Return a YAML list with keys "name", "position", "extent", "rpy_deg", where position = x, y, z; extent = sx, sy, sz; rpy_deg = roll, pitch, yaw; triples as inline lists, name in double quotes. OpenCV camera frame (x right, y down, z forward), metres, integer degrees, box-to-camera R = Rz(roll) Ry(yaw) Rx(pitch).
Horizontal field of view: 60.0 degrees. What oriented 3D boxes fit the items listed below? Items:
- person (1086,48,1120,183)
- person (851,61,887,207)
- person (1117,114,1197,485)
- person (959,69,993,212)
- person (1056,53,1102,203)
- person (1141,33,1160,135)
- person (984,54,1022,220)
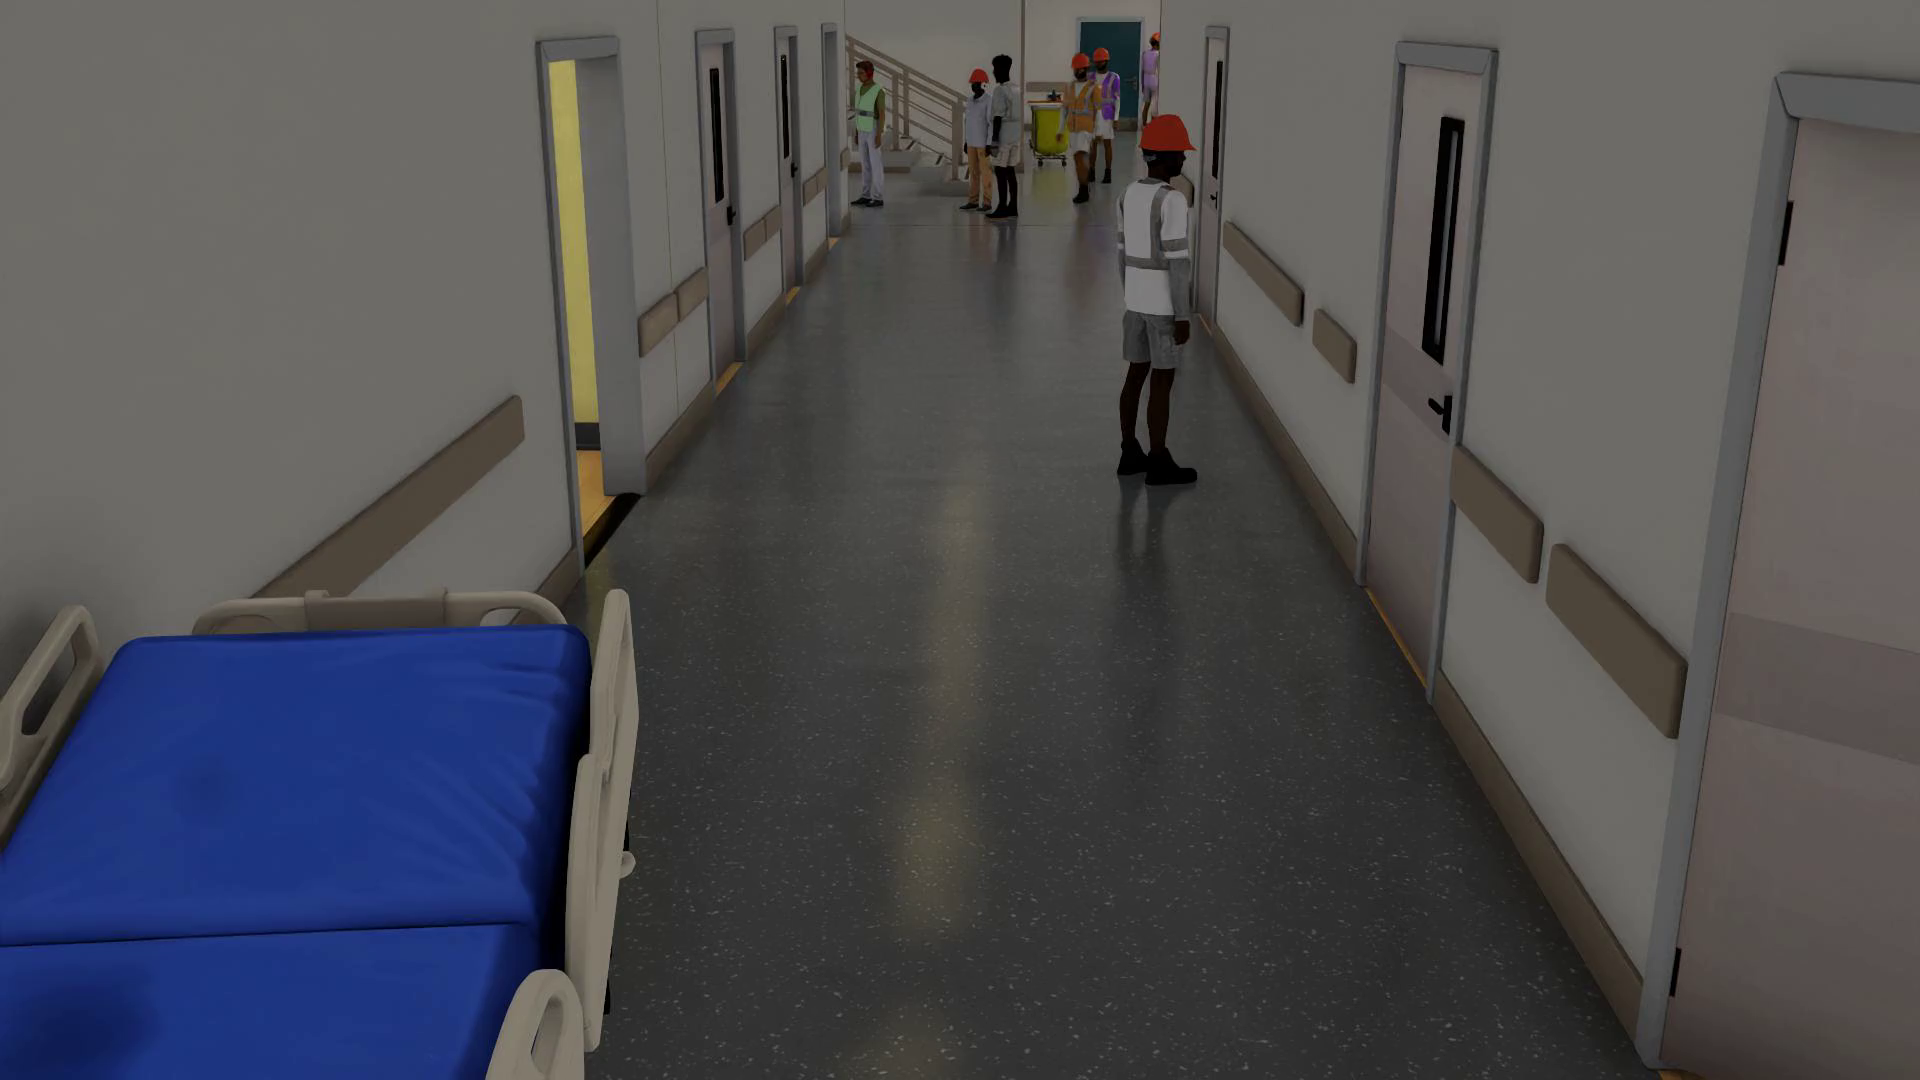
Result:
- name: "person"
  position: [2.063, -6.224, 24.421]
  extent: [0.553, 1.935, 0.361]
  rpy_deg: [7, 19, 20]
- name: "person"
  position: [-1.162, -5.256, 21.545]
  extent: [0.388, 1.837, 0.564]
  rpy_deg: [-13, 22, -35]
- name: "person"
  position: [1.050, -1.259, 8.820]
  extent: [0.357, 1.938, 0.542]
  rpy_deg: [-10, 20, -28]
- name: "person"
  position: [0.228, -5.042, 20.999]
  extent: [0.318, 1.756, 0.561]
  rpy_deg: [-14, 22, -37]
- name: "person"
  position: [1.539, -5.386, 21.810]
  extent: [0.563, 1.917, 0.560]
  rpy_deg: [15, 23, 39]
- name: "person"
  position: [3.947, -9.246, 33.780]
  extent: [0.611, 2.030, 0.410]
  rpy_deg: [17, 24, 42]
- name: "person"
  position: [0.538, -4.865, 20.127]
  extent: [0.385, 1.955, 0.608]
  rpy_deg: [9, 20, 25]
